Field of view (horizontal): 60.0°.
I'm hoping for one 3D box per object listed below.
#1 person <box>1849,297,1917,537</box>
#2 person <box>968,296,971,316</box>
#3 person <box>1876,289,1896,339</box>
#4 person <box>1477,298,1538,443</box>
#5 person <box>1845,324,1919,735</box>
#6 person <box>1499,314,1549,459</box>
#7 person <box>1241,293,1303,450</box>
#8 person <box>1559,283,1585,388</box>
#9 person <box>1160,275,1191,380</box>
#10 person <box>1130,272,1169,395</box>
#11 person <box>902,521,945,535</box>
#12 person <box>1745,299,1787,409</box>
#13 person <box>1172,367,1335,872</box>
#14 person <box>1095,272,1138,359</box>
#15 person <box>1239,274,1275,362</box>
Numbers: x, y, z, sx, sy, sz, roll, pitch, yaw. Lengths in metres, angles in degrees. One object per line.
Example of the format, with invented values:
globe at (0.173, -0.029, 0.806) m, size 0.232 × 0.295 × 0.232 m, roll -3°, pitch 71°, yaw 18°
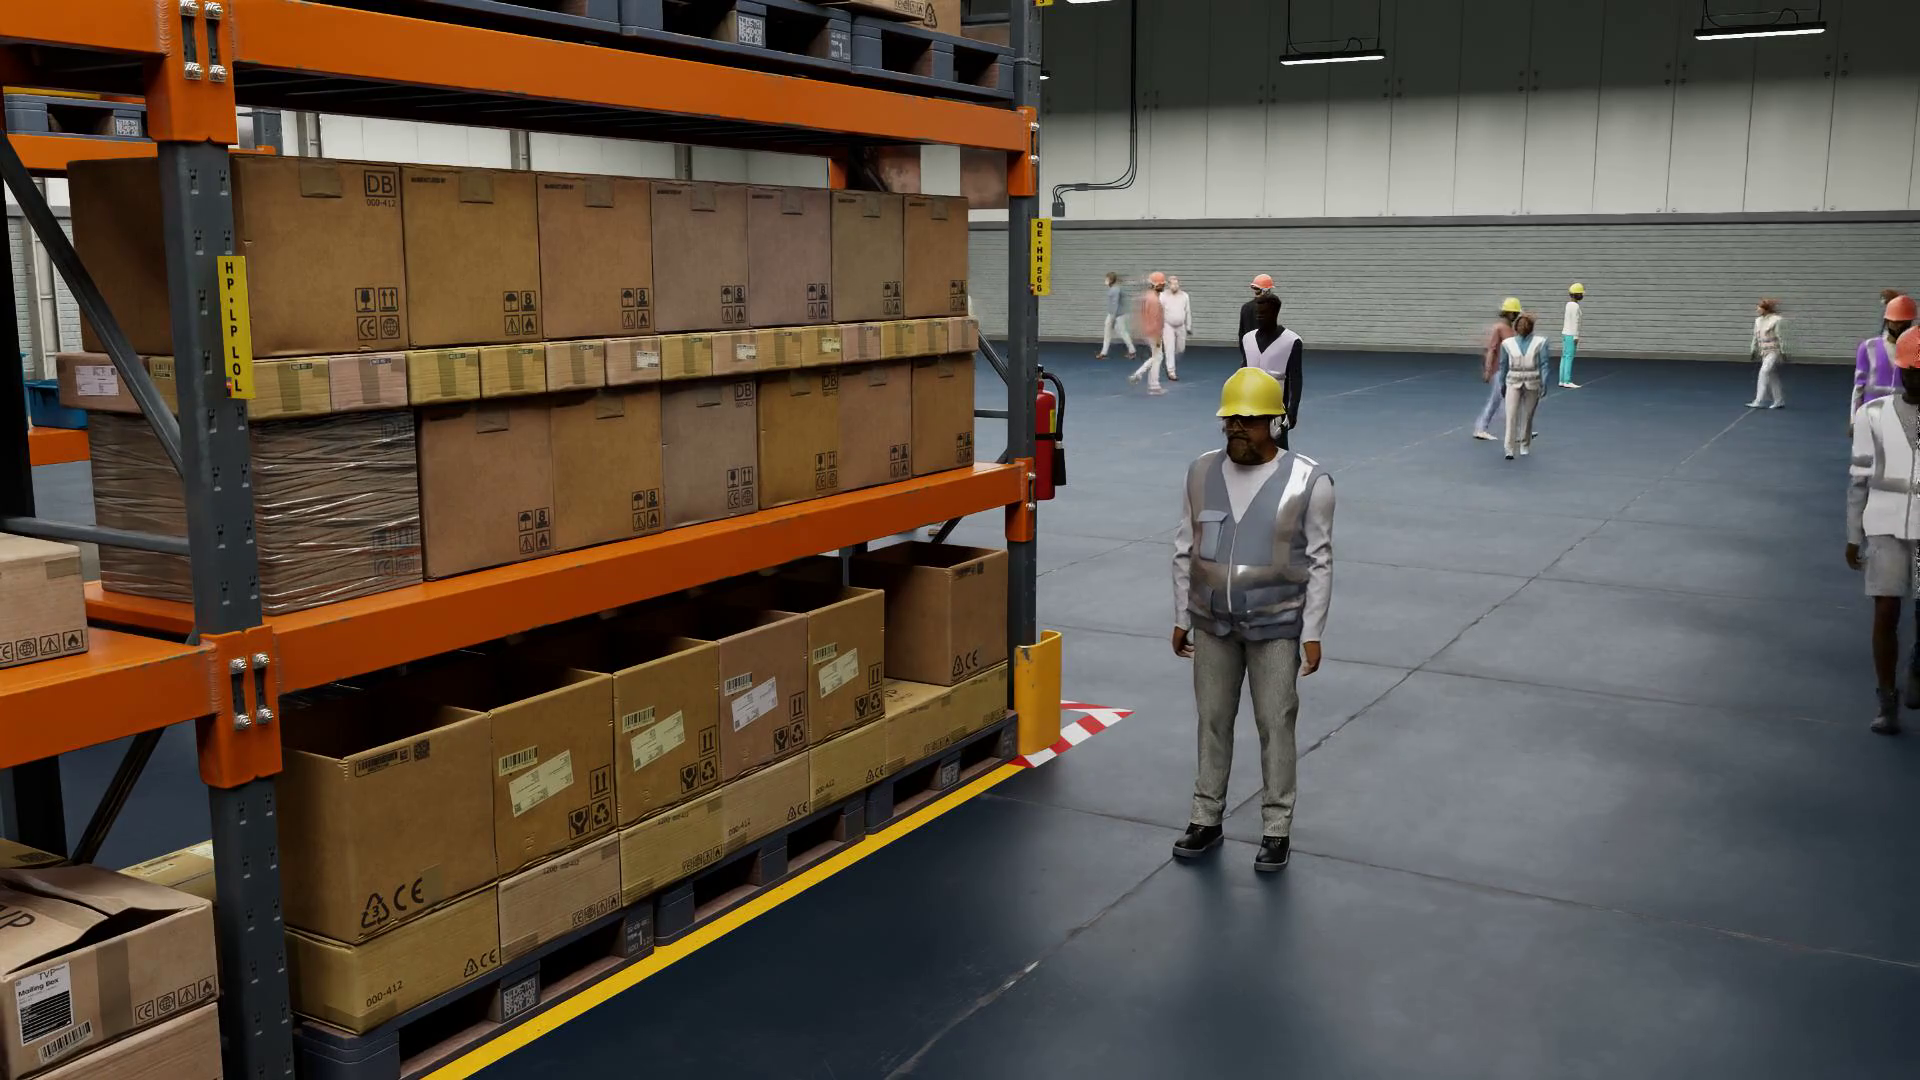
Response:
person at (7.330, -0.951, 13.097) m, size 0.562 × 1.896 × 0.922 m, roll 5°, pitch 11°, yaw 26°
person at (-0.101, -4.171, 32.231) m, size 0.585 × 1.809 × 0.436 m, roll 6°, pitch 11°, yaw 32°
person at (17.459, -3.896, 31.226) m, size 0.608 × 1.611 × 0.309 m, roll -5°, pitch 11°, yaw -26°
person at (6.573, -2.013, 19.849) m, size 0.553 × 1.712 × 0.910 m, roll -8°, pitch 12°, yaw -38°
person at (4.455, -0.051, 7.786) m, size 0.569 × 1.918 × 0.541 m, roll 7°, pitch 12°, yaw 35°
person at (6.229, -1.699, 18.406) m, size 0.517 × 1.594 × 0.877 m, roll 3°, pitch 10°, yaw 17°
person at (2.636, -1.139, 14.166) m, size 0.373 × 1.917 × 0.595 m, roll -9°, pitch 13°, yaw -44°
person at (10.388, -3.460, 28.201) m, size 0.328 × 1.769 × 0.526 m, roll 1°, pitch 10°, yaw 5°
person at (3.829, -3.836, 30.042) m, size 0.664 × 1.888 × 0.676 m, roll -3°, pitch 10°, yaw -16°
person at (3.087, -3.317, 26.743) m, size 0.513 × 1.973 × 0.636 m, roll -1°, pitch 10°, yaw -4°
person at (-0.294, -0.977, 13.326) m, size 0.576 × 1.882 × 0.355 m, roll 4°, pitch 10°, yaw 21°
person at (11.728, -2.691, 24.165) m, size 0.770 × 1.603 × 0.534 m, roll -1°, pitch 10°, yaw -6°
person at (1.043, 0.287, 6.069) m, size 0.600 × 1.832 × 0.404 m, roll 5°, pitch 11°, yaw 29°
person at (3.426, -4.862, 36.067) m, size 0.925 × 1.901 × 0.629 m, roll -2°, pitch 10°, yaw -14°
person at (3.860, -2.417, 21.421) m, size 0.390 × 1.992 × 0.624 m, roll -6°, pitch 11°, yaw -32°
